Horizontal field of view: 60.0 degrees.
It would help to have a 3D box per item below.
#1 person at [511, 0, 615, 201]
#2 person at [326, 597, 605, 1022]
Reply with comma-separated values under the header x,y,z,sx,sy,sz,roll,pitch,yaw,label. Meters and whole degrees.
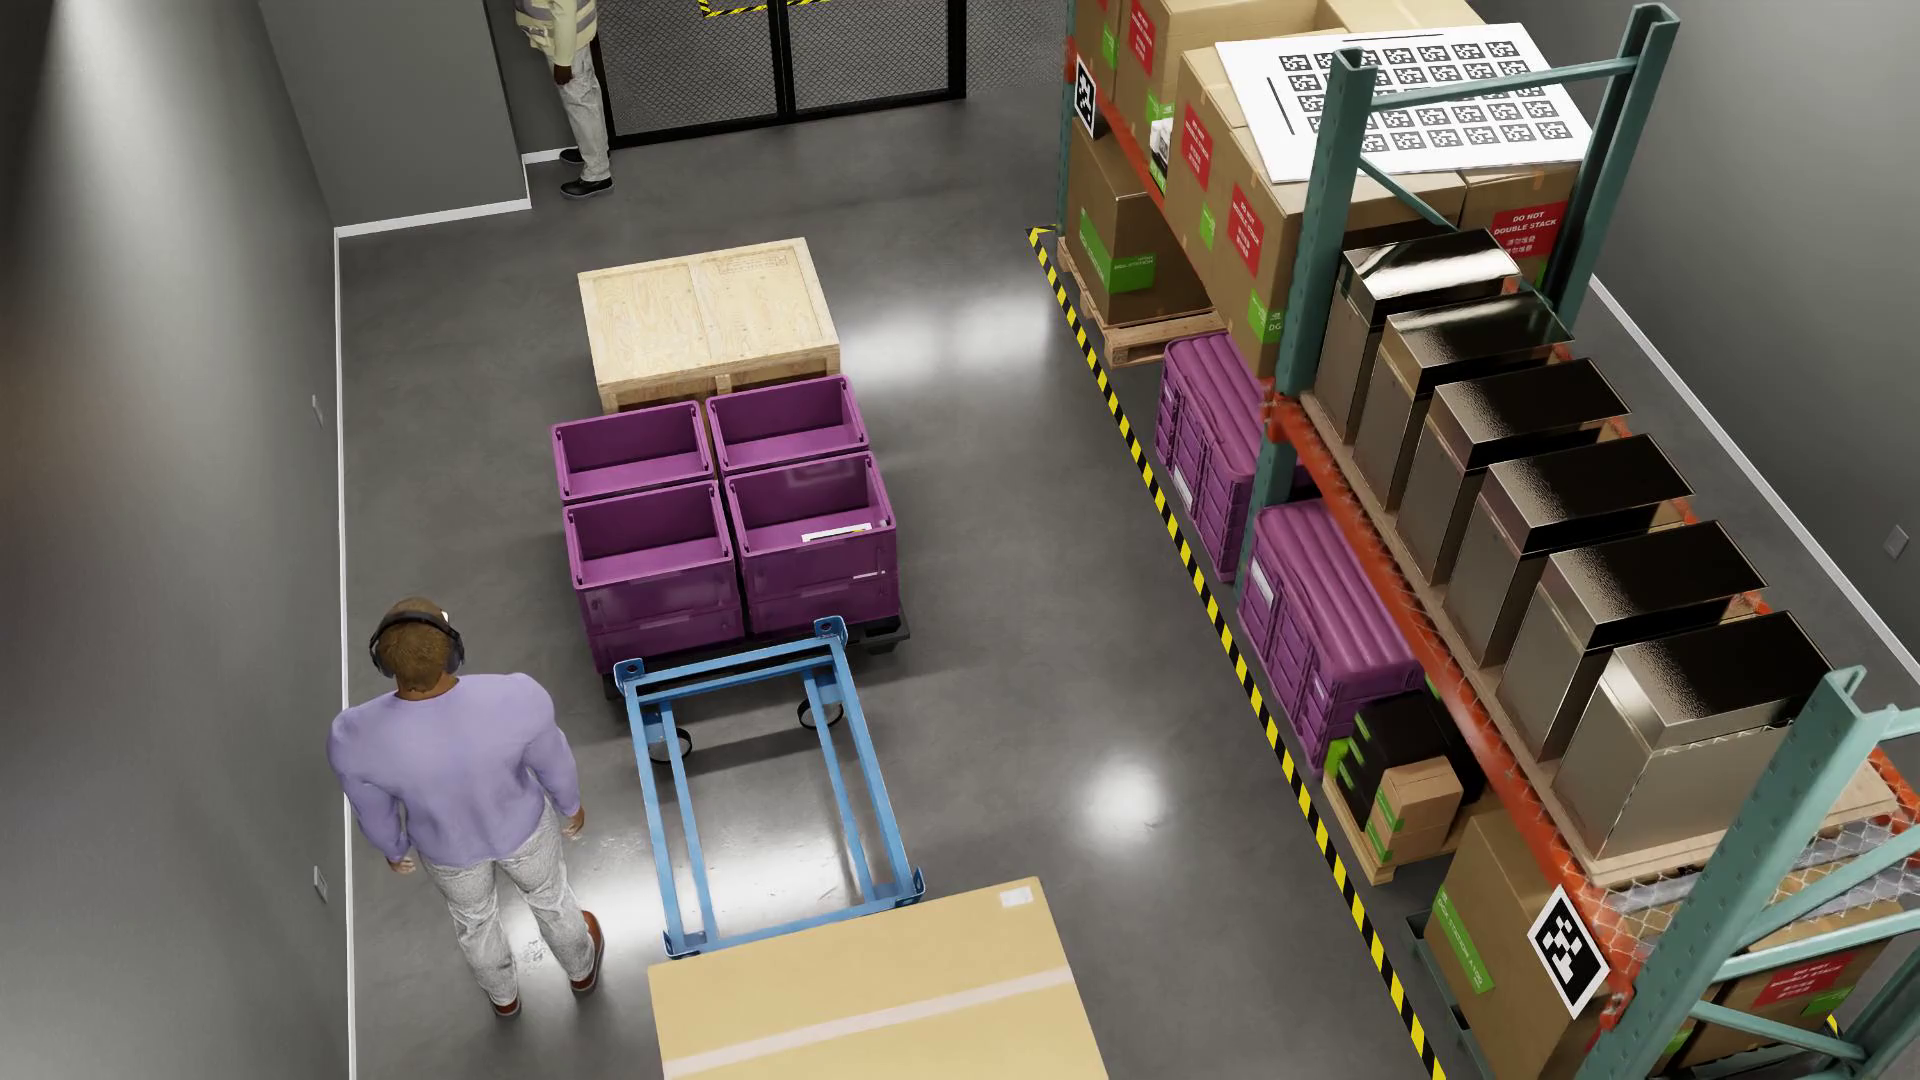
x,y,z,sx,sy,sz,roll,pitch,yaw,label
-2.002,-2.564,8.312,0.404,1.830,0.602,-6,48,-5,person
-1.464,0.866,5.091,0.636,1.938,0.355,-13,49,-12,person
